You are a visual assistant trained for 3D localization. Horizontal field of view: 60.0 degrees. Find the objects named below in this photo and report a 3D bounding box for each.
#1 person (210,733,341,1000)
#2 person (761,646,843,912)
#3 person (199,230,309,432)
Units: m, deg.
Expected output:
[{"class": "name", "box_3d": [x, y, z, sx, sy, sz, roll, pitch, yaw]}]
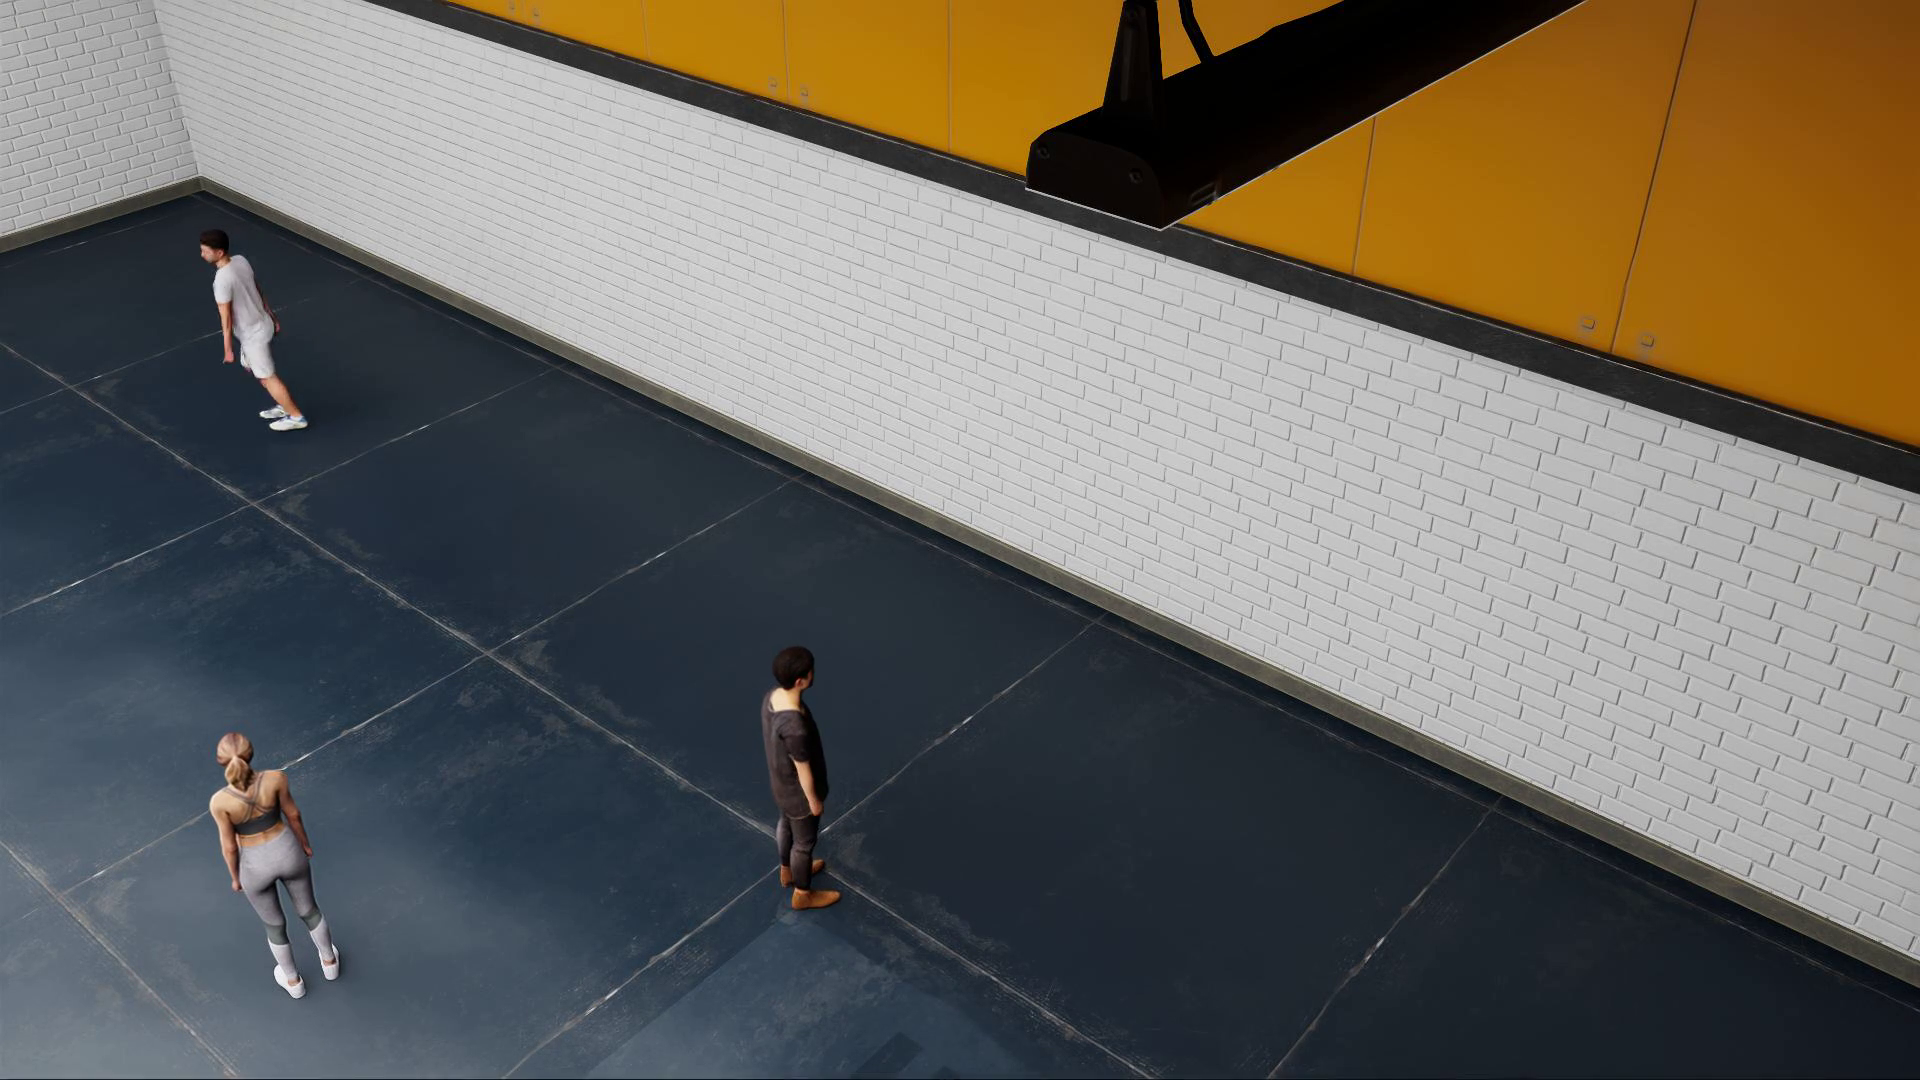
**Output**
[{"class": "person", "box_3d": [-3.559, 1.676, 8.595, 0.513, 1.702, 0.669, -23, 40, -31]}, {"class": "person", "box_3d": [-0.918, 1.304, 9.145, 0.704, 1.713, 0.701, -12, 35, -17]}, {"class": "person", "box_3d": [-5.696, -1.697, 13.574, 0.905, 1.808, 0.845, 3, 34, 5]}]
